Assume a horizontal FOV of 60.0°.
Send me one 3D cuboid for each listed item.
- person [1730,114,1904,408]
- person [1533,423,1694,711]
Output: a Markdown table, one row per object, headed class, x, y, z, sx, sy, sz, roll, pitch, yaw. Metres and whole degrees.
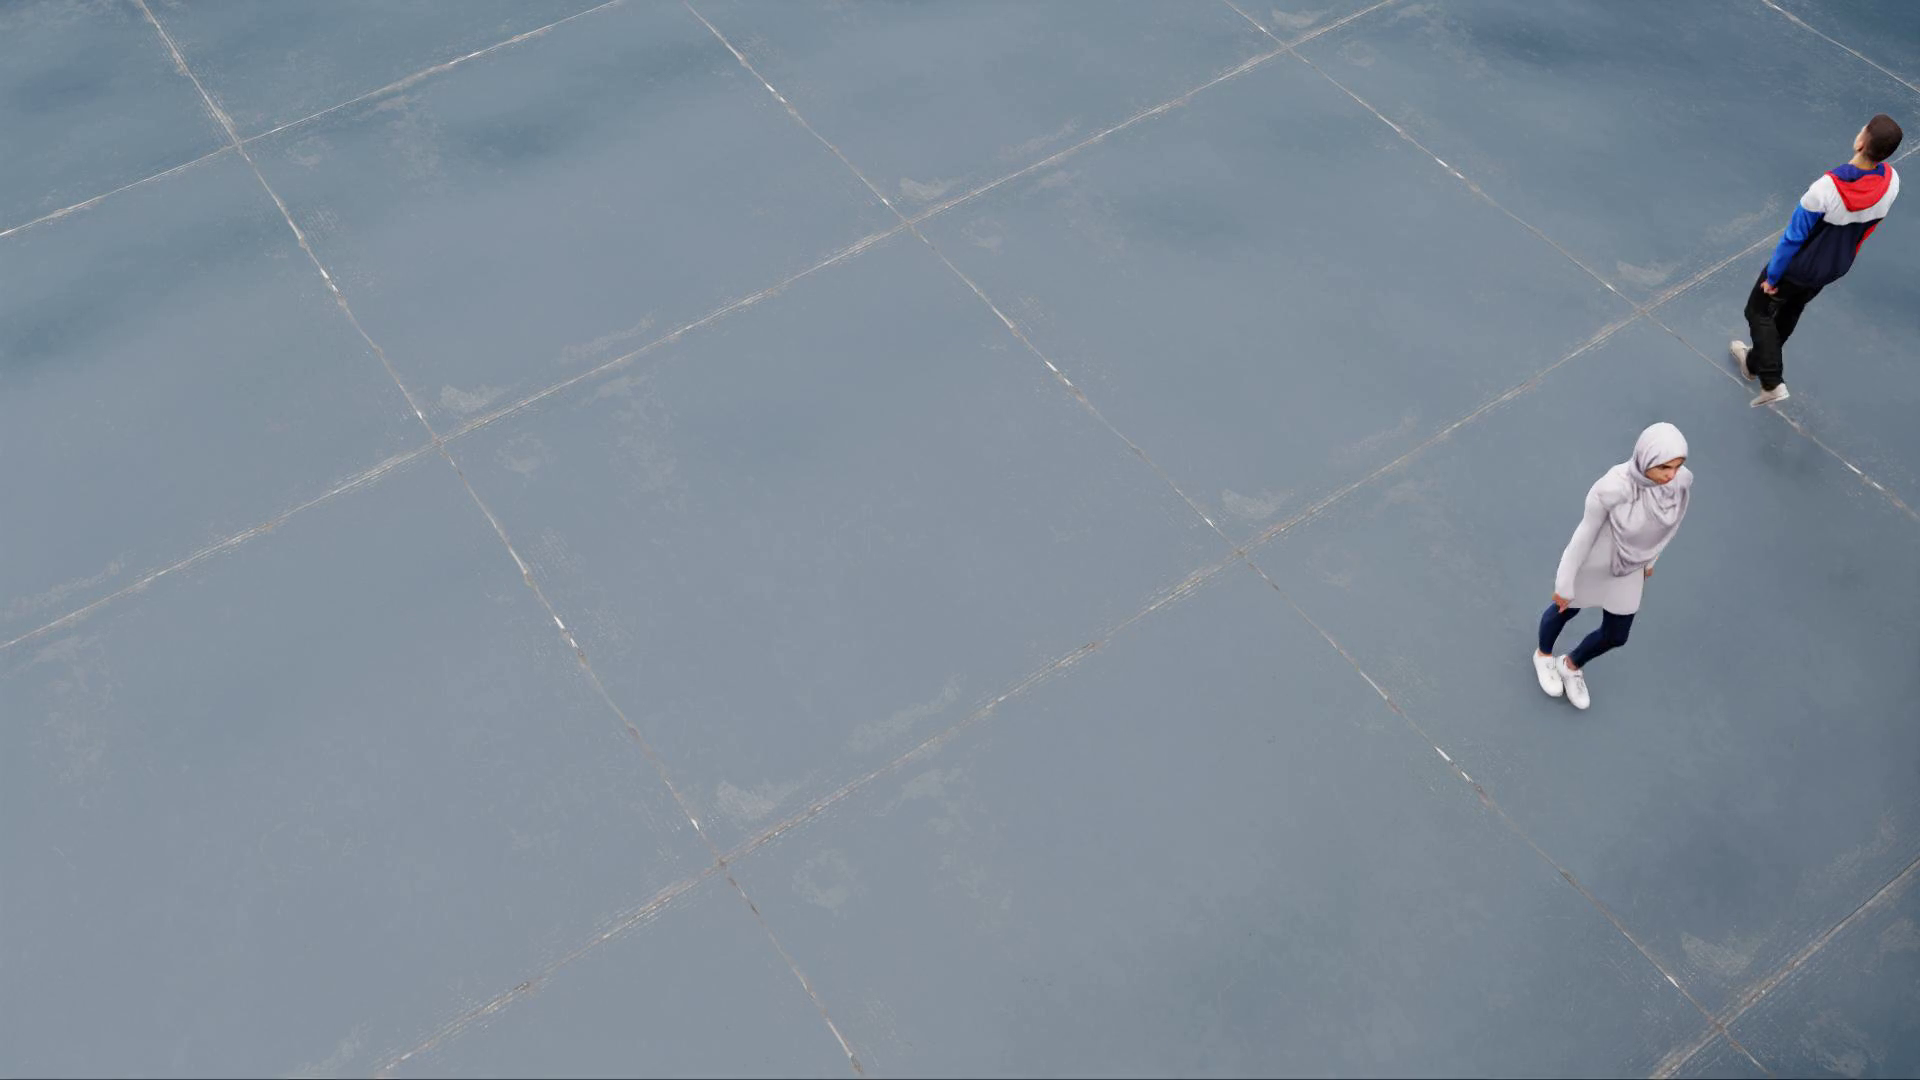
| class | x | y | z | sx | sy | sz | roll | pitch | yaw |
| --- | --- | --- | --- | --- | --- | --- | --- | --- | --- |
| person | 4.299 | -1.341 | 8.349 | 0.890 | 1.742 | 1.021 | -5 | 52 | -4 |
| person | 2.778 | 0.050 | 7.254 | 0.729 | 1.769 | 0.736 | -7 | 53 | -5 |
